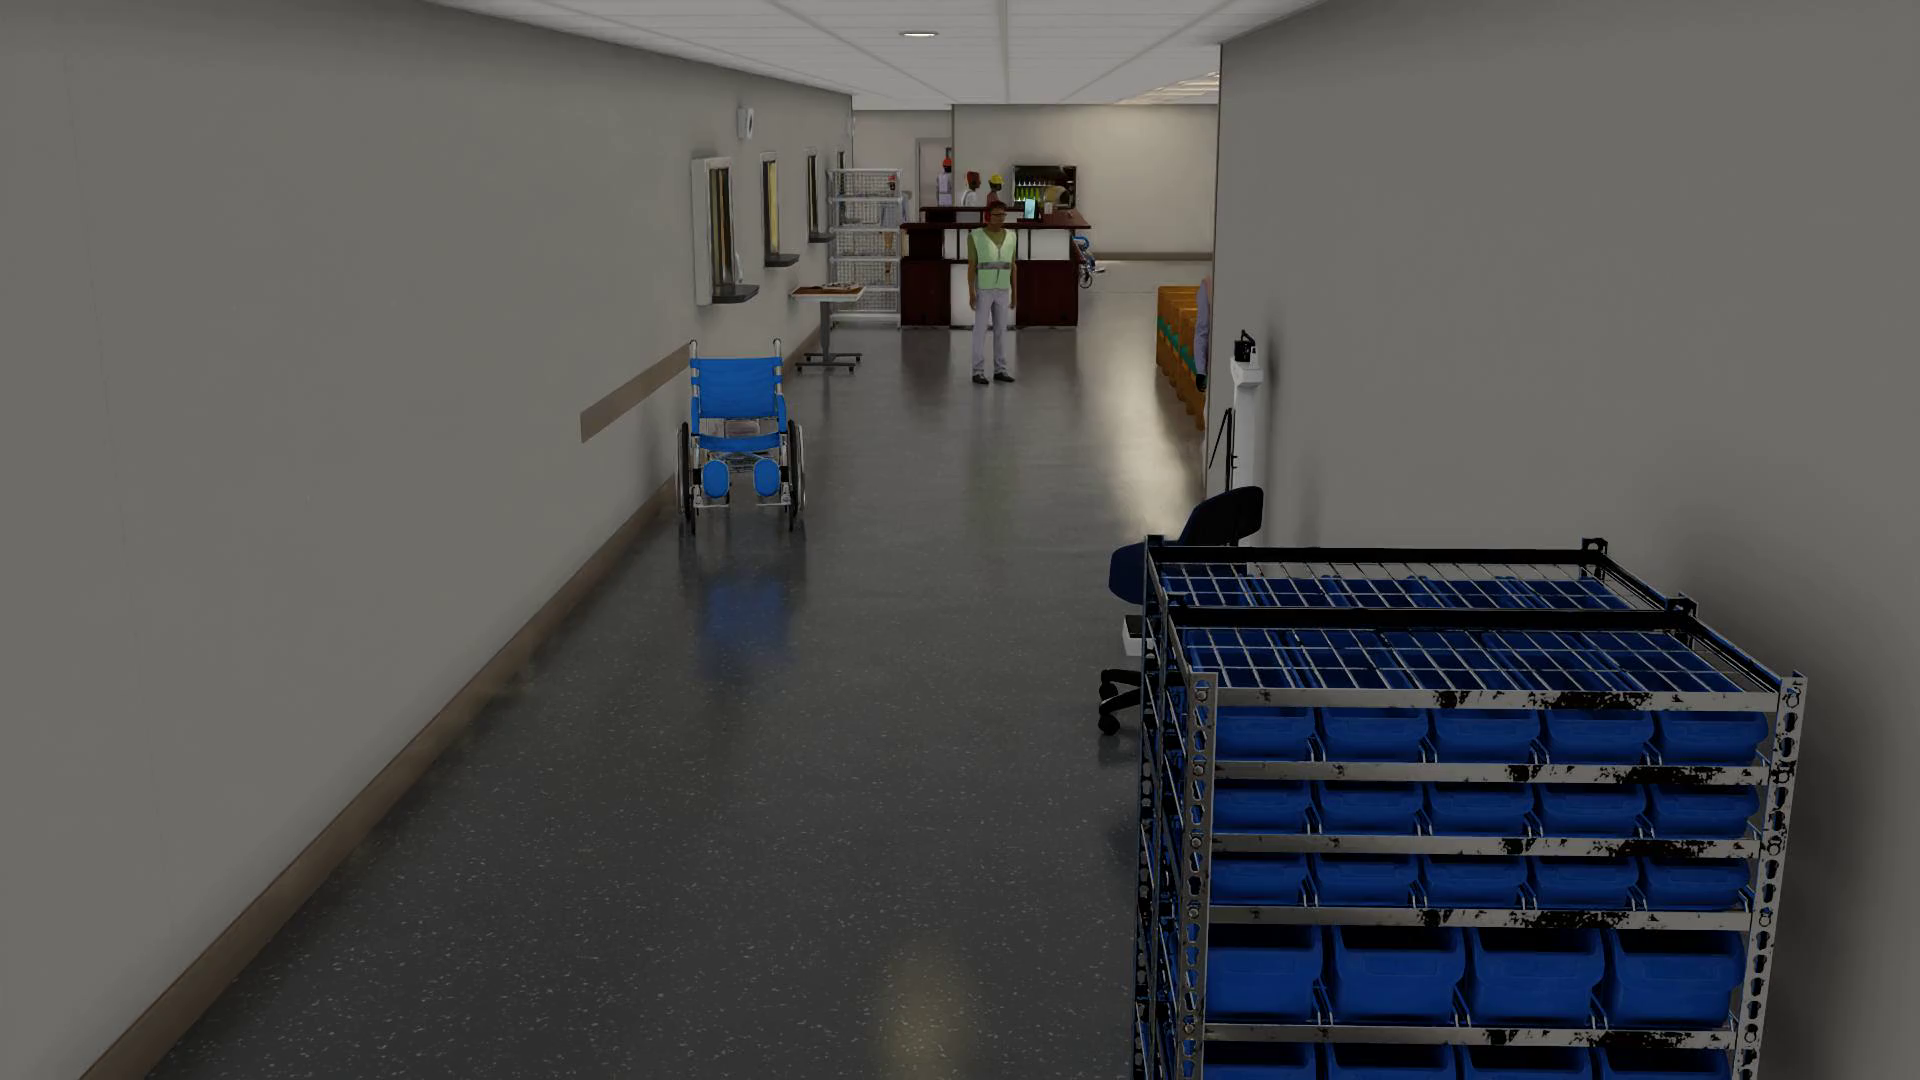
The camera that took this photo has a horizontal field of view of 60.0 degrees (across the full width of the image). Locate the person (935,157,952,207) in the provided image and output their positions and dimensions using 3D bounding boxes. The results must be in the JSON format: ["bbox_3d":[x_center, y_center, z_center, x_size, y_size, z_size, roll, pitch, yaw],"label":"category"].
[{"bbox_3d":[-0.272,-7.326,36.172,0.546,1.939,0.375,11,17,37],"label":"person"}]

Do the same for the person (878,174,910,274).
[{"bbox_3d":[-1.177,-5.635,29.688,0.573,1.748,0.342,0,14,2],"label":"person"}]

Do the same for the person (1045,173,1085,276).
[{"bbox_3d":[1.792,-5.451,28.863,0.924,1.795,0.631,-8,16,-30],"label":"person"}]

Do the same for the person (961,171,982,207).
[{"bbox_3d":[0.267,-5.002,26.873,0.571,1.866,0.592,-1,14,-2],"label":"person"}]

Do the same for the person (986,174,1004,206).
[{"bbox_3d":[0.609,-5.510,29.160,0.328,1.767,0.532,-3,14,-12],"label":"person"}]

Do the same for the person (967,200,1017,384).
[{"bbox_3d":[0.322,-2.506,16.829,0.562,1.837,0.389,-8,16,-29],"label":"person"}]
